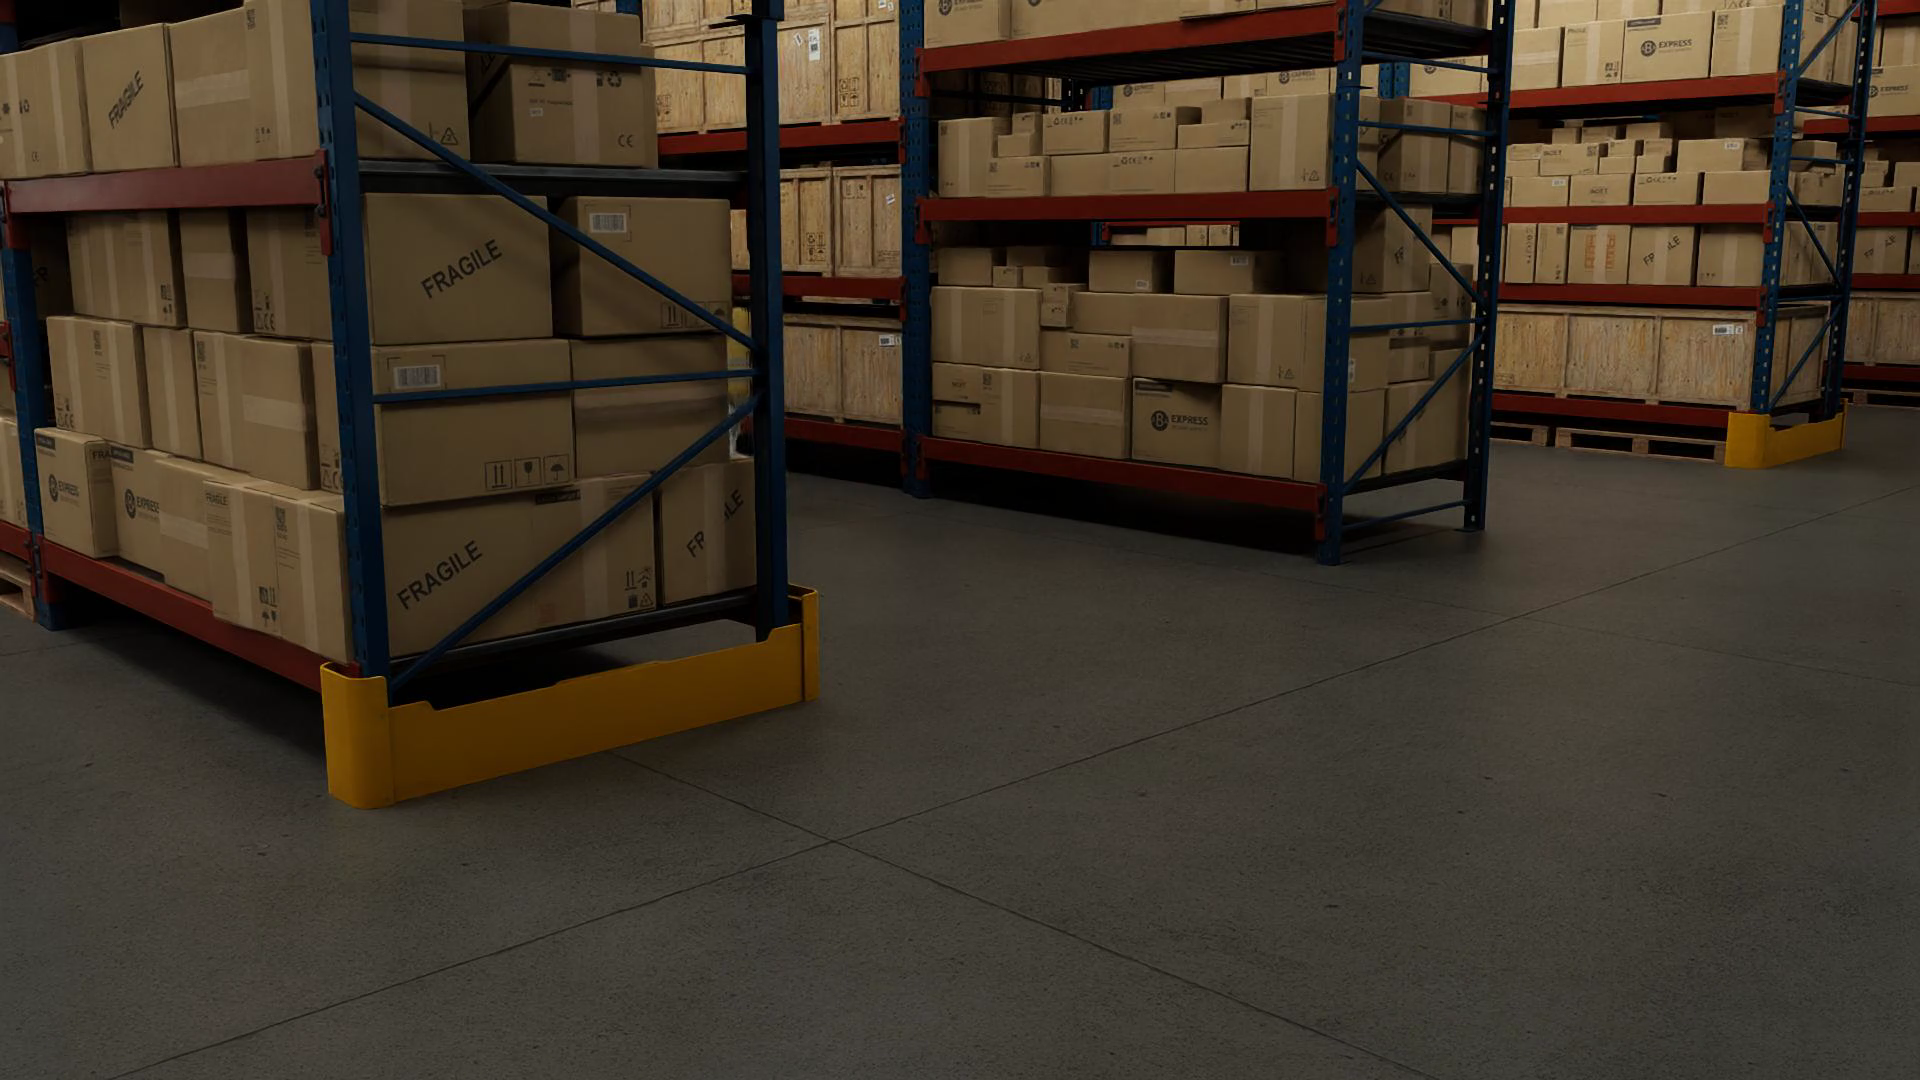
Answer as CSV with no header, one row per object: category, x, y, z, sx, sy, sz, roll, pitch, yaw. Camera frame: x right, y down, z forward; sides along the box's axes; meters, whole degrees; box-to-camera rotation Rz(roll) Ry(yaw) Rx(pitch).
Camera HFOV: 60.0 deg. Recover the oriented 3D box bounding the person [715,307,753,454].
person,-1.949,-1.166,13.129,0.652,1.801,0.900,-8,13,-38
